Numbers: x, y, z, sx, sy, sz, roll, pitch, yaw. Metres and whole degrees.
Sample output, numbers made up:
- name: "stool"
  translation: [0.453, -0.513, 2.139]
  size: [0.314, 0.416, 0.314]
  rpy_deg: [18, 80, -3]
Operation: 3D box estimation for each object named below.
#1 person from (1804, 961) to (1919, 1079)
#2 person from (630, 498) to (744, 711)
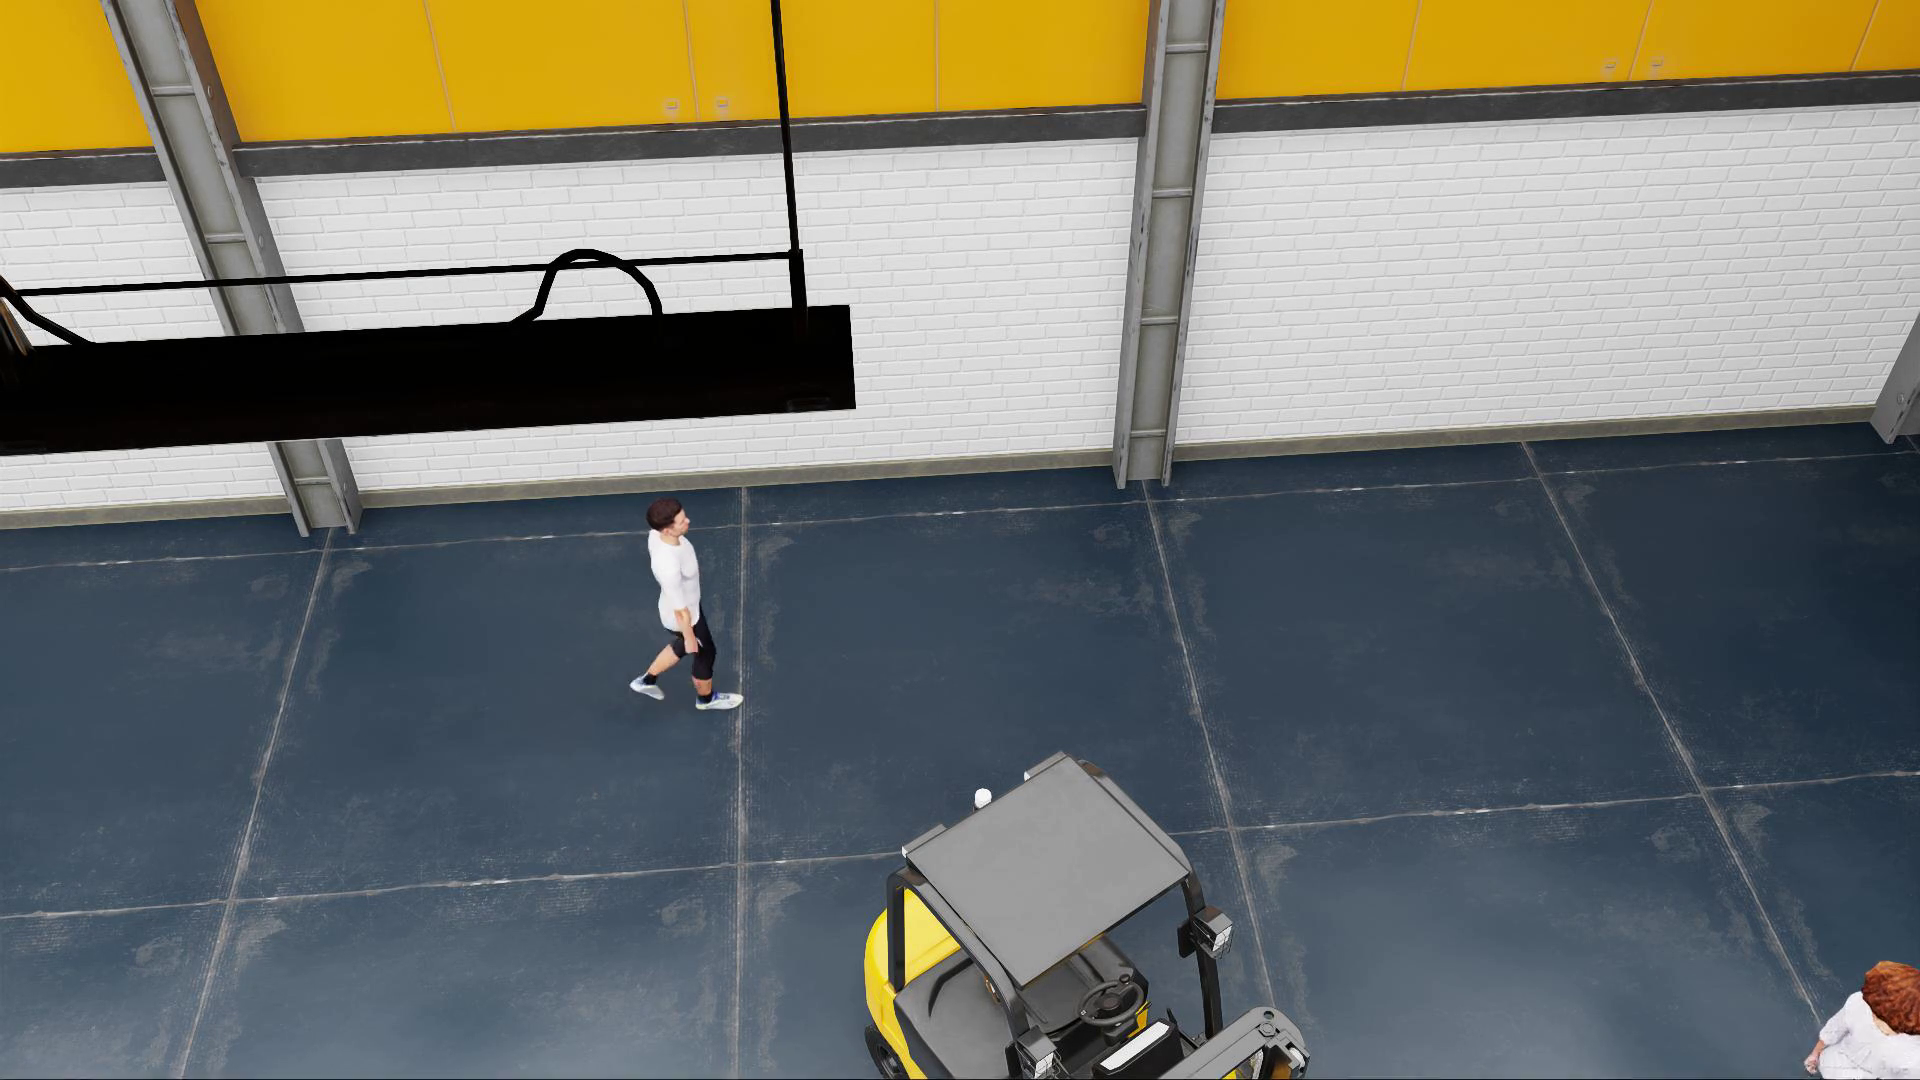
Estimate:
- name: "person"
  translation: [4.285, 2.647, 8.053]
  size: [1.025, 1.701, 0.804]
  rpy_deg: [-16, 46, -16]
- name: "person"
  translation: [-1.788, 0.442, 10.272]
  size: [0.971, 1.833, 0.764]
  rpy_deg: [-9, 44, -9]
